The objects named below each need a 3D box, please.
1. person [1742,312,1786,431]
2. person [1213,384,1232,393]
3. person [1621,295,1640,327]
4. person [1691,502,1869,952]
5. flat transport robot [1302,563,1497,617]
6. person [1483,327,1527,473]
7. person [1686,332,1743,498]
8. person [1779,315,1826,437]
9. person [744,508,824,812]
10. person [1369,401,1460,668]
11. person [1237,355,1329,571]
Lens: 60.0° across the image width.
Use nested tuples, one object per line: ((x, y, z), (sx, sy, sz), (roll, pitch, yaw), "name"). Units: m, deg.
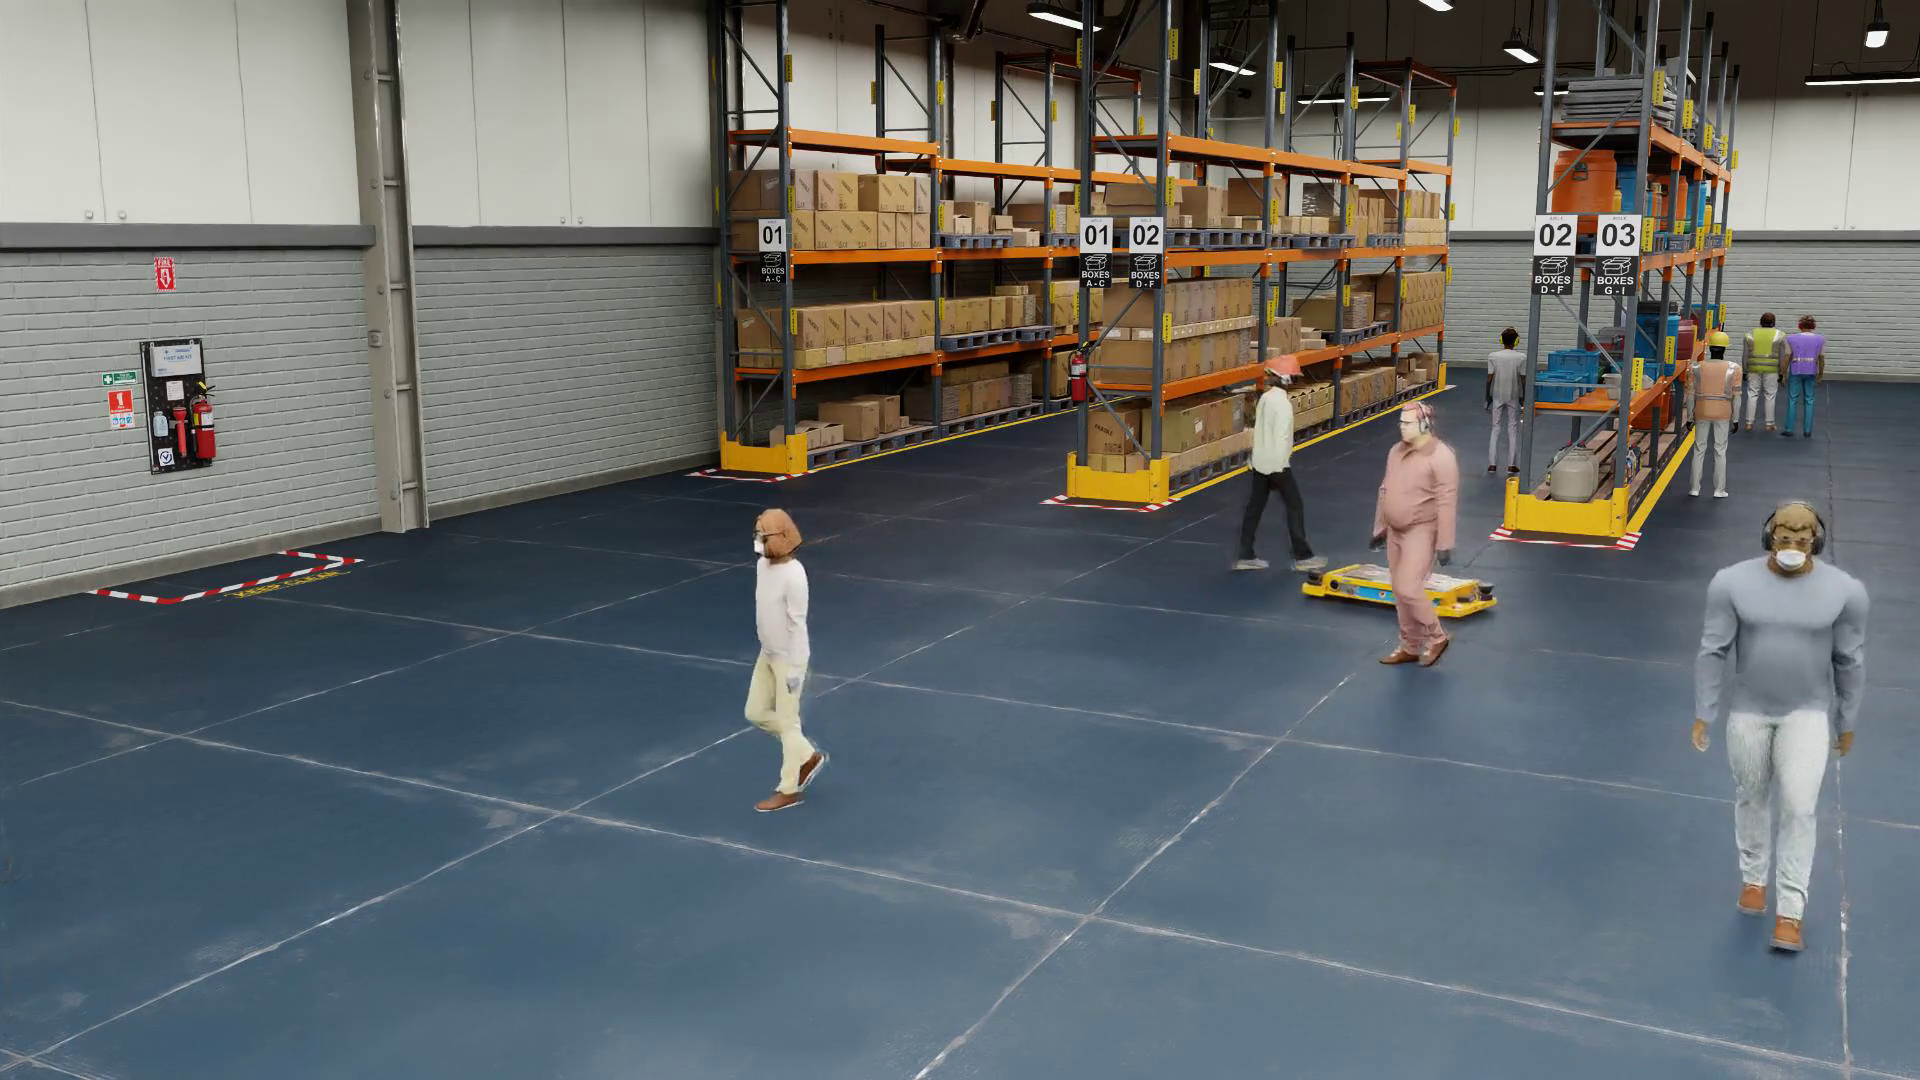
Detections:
((12.535, -2.626, 25.954), (0.624, 1.844, 0.430), (7, 13, 35), "person")
((4.130, -2.764, 26.500), (0.564, 1.907, 0.814), (5, 11, 25), "person")
((12.873, -3.775, 31.947), (0.638, 1.938, 0.356), (9, 14, 40), "person")
((3.511, 0.784, 7.184), (0.647, 1.902, 0.875), (6, 12, 30), "person")
((3.627, 0.396, 13.759), (1.431, 0.197, 0.652), (9, 14, 42), "flat transport robot")
((6.989, -1.787, 21.299), (0.533, 1.870, 0.315), (4, 11, 21), "person")
((8.719, -1.443, 19.266), (0.587, 1.927, 0.369), (6, 12, 30), "person")
((12.754, -2.475, 25.168), (0.569, 1.833, 0.403), (3, 11, 16), "person")
((-0.937, 0.629, 8.776), (0.383, 1.619, 0.519), (-7, 12, -32), "person")
((3.163, -0.032, 11.677), (0.427, 1.888, 0.648), (-3, 11, -18), "person")
((2.950, -0.688, 15.078), (0.917, 1.956, 0.637), (-3, 11, -14), "person")
